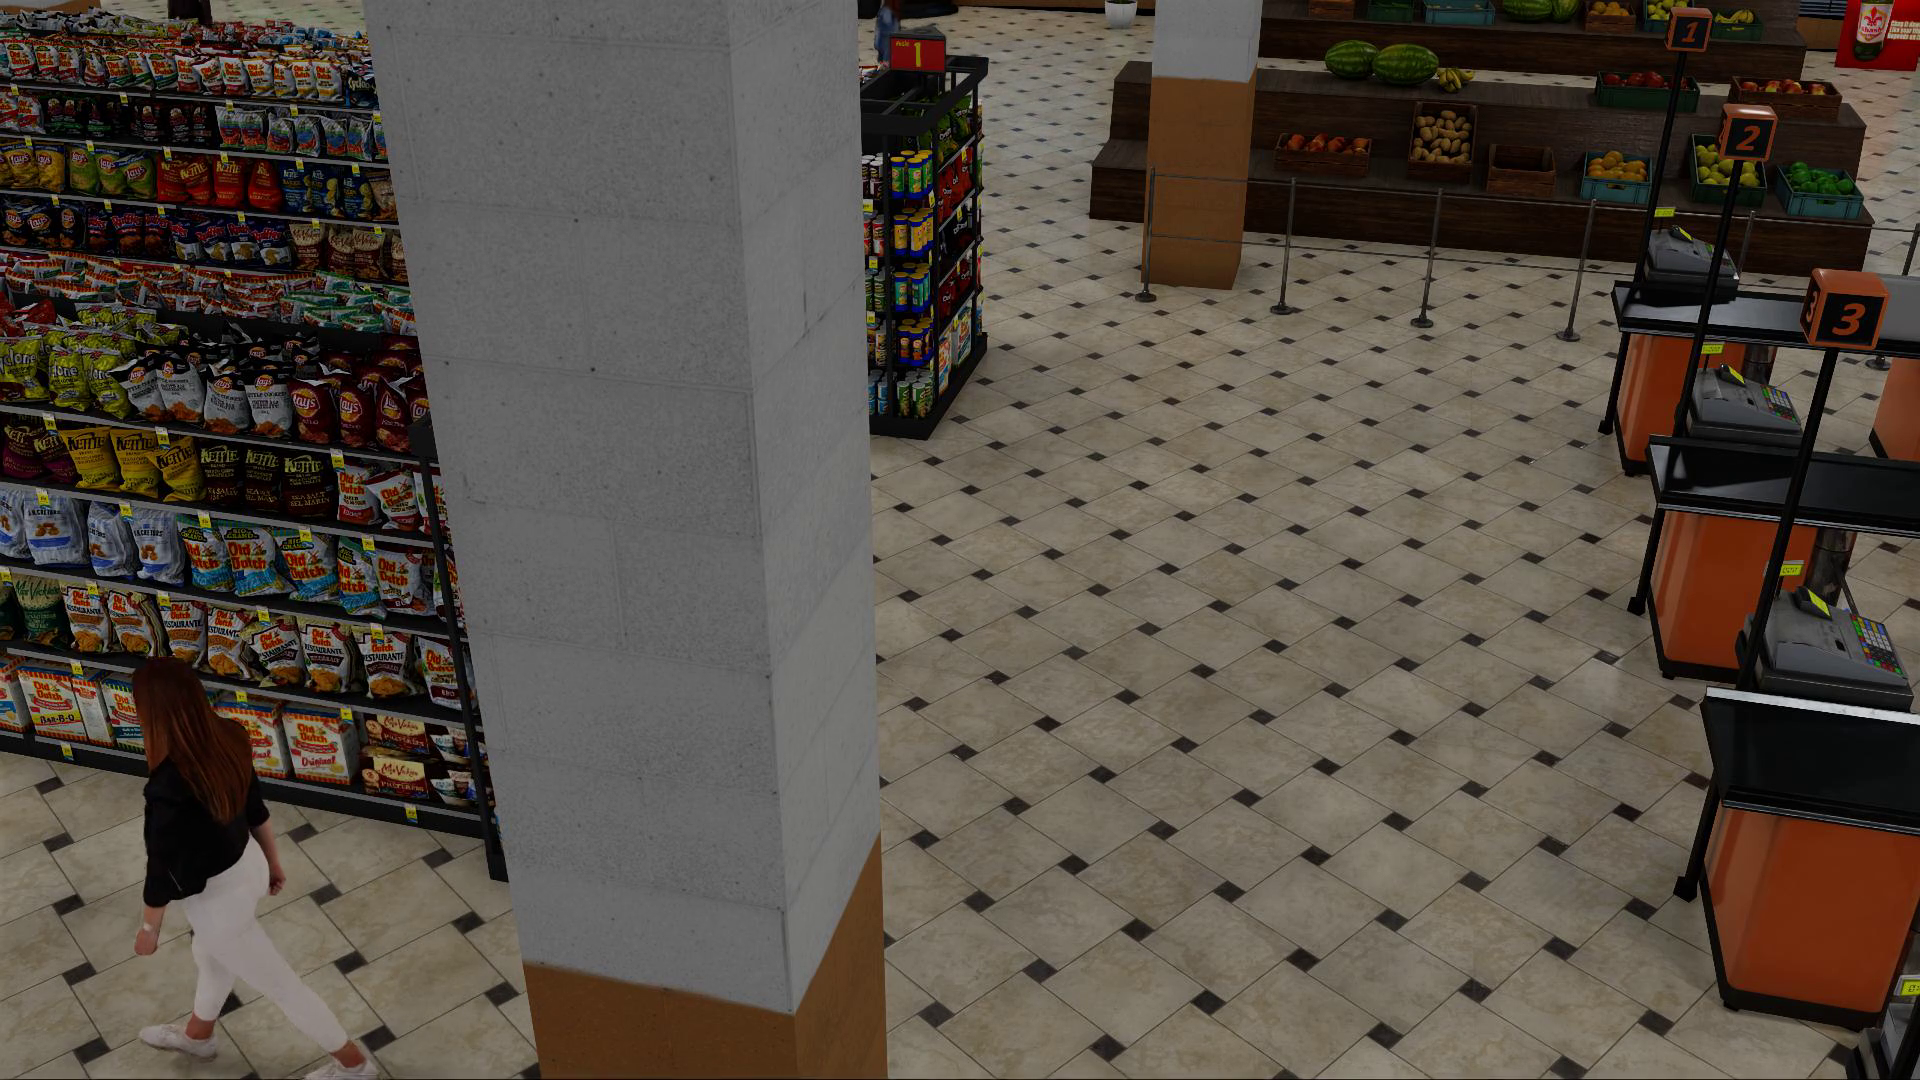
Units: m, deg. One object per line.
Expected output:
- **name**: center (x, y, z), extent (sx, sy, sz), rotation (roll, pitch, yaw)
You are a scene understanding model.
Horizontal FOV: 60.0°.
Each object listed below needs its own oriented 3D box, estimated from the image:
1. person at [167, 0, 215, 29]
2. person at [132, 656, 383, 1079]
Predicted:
- **person**: center (-7.856, -5.363, 17.171), extent (0.617, 1.692, 0.746), rotation (18, 33, 29)
- **person**: center (-2.260, 1.140, 5.292), extent (1.132, 1.661, 0.734), rotation (3, 29, 5)
